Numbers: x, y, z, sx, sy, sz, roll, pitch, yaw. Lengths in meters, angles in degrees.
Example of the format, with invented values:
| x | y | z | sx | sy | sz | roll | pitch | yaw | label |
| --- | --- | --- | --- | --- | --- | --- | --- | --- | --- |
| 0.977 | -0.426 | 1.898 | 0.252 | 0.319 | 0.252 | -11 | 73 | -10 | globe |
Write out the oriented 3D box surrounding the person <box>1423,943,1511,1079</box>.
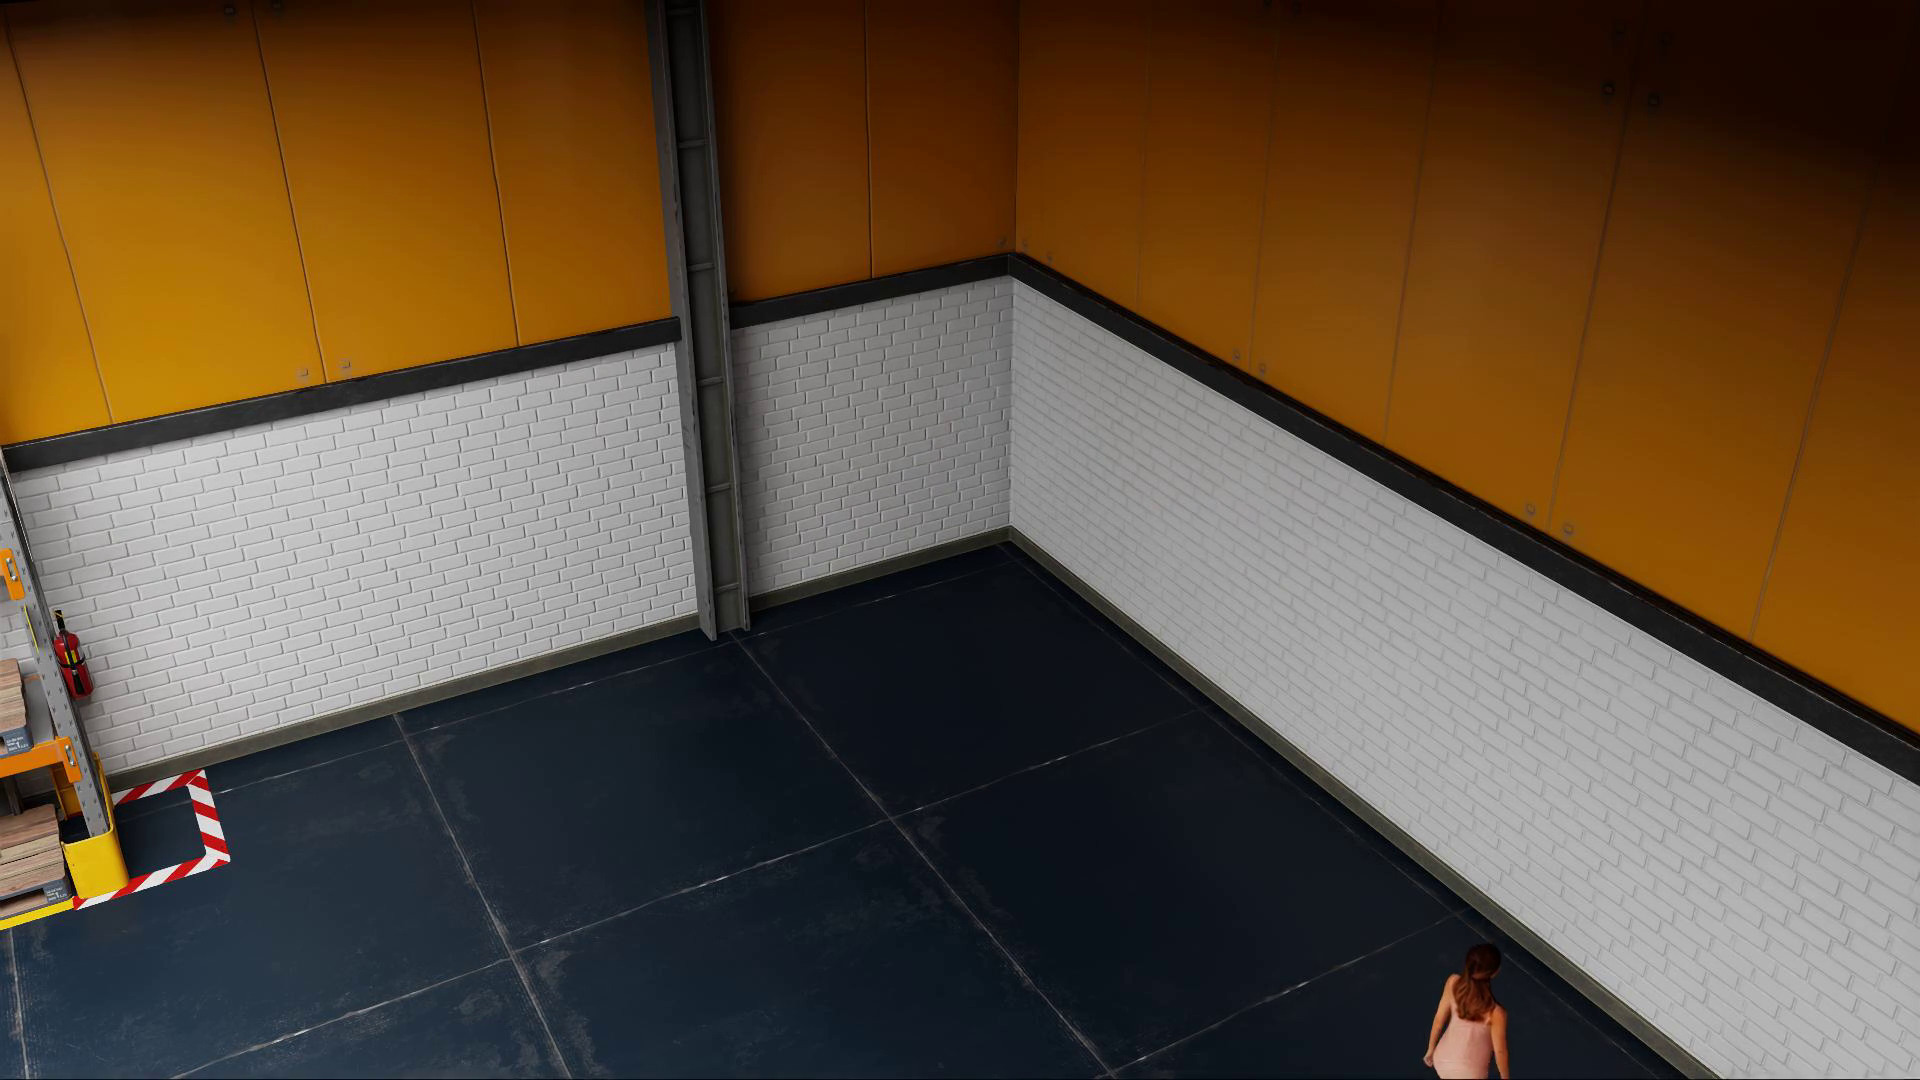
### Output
| x | y | z | sx | sy | sz | roll | pitch | yaw | label |
| --- | --- | --- | --- | --- | --- | --- | --- | --- | --- |
| 2.772 | 3.054 | 9.410 | 1.056 | 1.785 | 0.604 | -16 | 32 | -27 | person |
